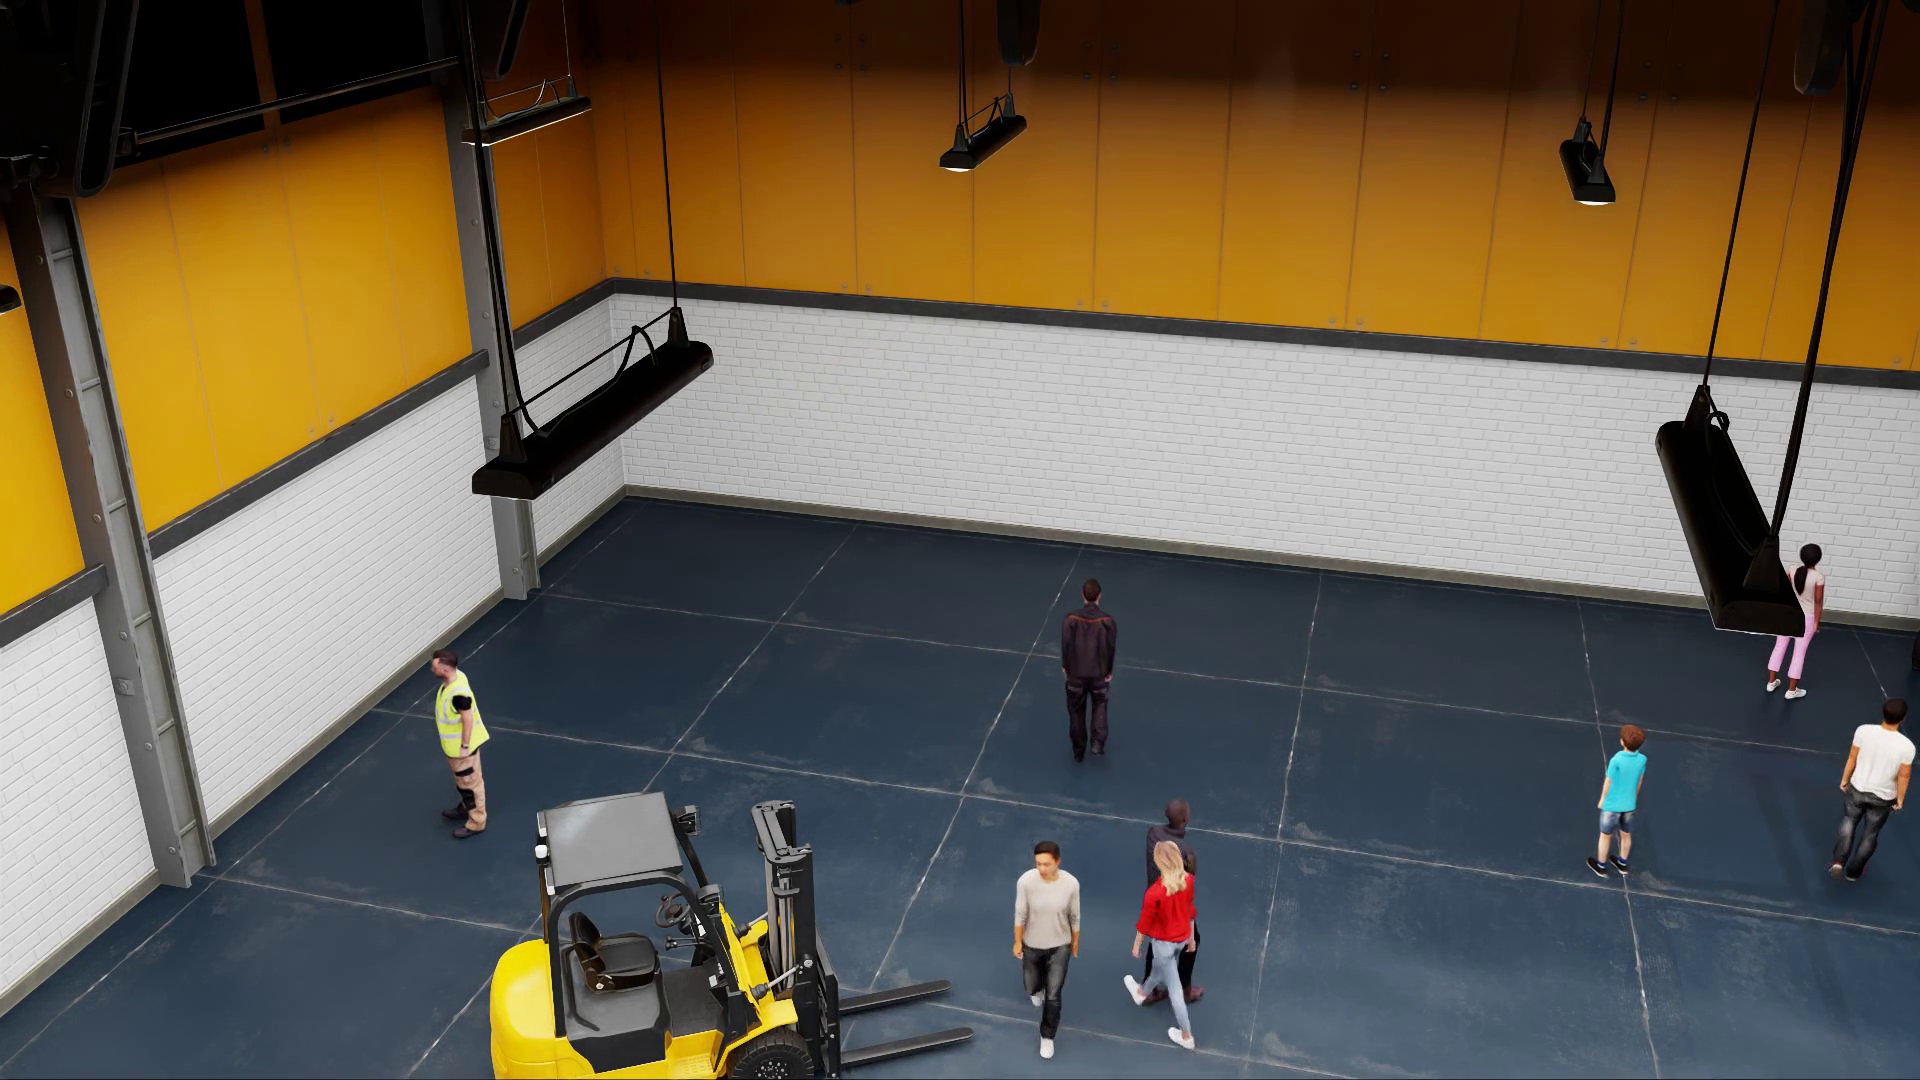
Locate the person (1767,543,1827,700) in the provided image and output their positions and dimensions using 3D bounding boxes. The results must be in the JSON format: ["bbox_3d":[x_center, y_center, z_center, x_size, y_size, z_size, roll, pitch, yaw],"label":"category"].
[{"bbox_3d":[8.759,0.824,17.385,0.698,1.736,0.655,-16,29,-33],"label":"person"}]

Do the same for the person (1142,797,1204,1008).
[{"bbox_3d":[1.538,2.810,12.740,0.942,1.817,0.886,-14,27,-29],"label":"person"}]

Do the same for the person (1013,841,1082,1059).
[{"bbox_3d":[0.640,2.953,12.447,0.776,1.790,0.985,0,24,1],"label":"person"}]

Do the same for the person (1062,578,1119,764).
[{"bbox_3d":[1.233,1.318,16.052,0.761,1.899,0.785,1,24,3],"label":"person"}]

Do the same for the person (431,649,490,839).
[{"bbox_3d":[-4.526,1.795,15.028,0.916,1.845,0.850,-11,26,-23],"label":"person"}]

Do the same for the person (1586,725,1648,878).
[{"bbox_3d":[5.746,2.259,14.462,0.591,1.448,0.619,-6,24,-14],"label":"person"}]

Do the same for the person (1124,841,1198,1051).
[{"bbox_3d":[1.613,3.049,12.379,1.086,1.668,1.086,-16,29,-33],"label":"person"}]

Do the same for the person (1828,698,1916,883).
[{"bbox_3d":[7.766,2.175,14.226,0.838,1.790,0.927,20,31,38],"label":"person"}]
